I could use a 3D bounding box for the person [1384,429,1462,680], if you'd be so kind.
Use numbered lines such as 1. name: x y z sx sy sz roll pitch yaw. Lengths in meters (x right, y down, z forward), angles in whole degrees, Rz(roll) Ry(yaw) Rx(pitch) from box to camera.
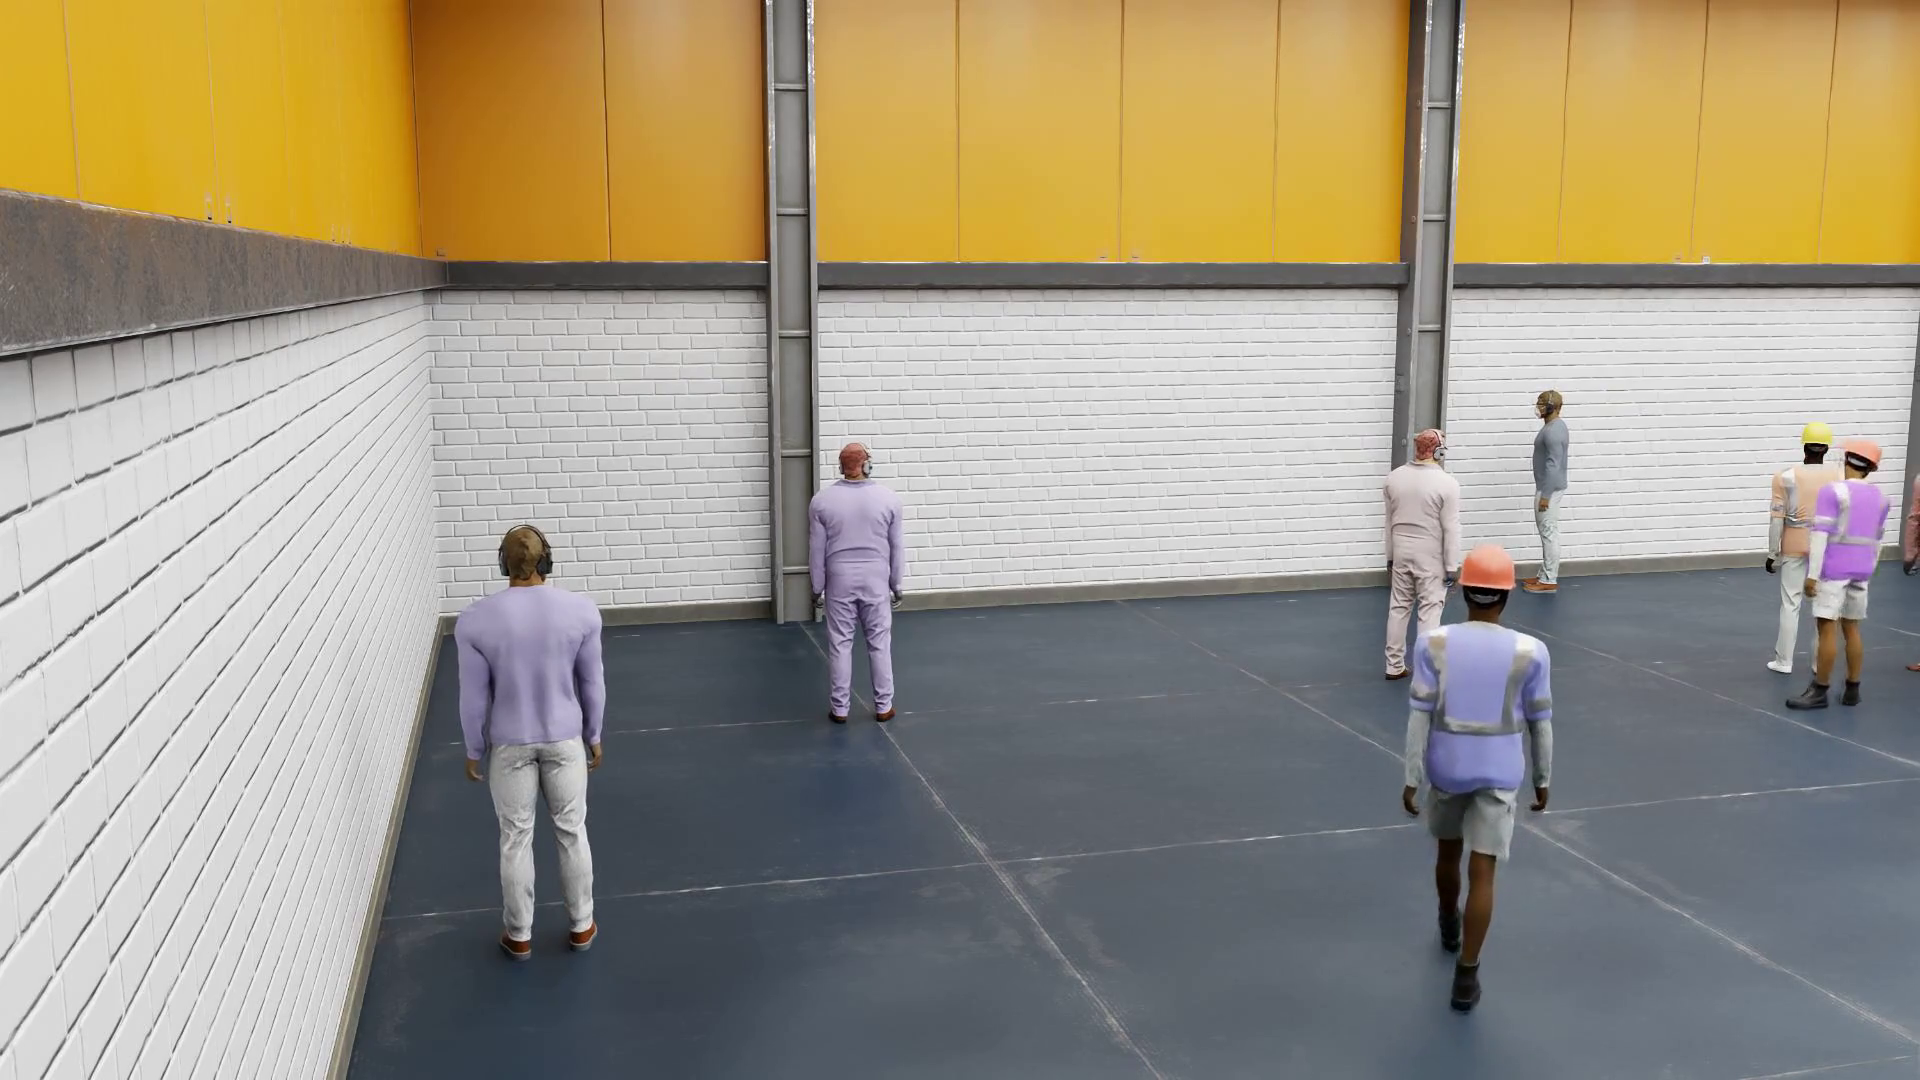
1. person: 3.418 0.132 12.251 0.400 1.903 0.649 -7 12 -38

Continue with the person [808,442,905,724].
1. person: -0.696 0.291 11.236 0.644 1.904 0.399 -1 9 -4

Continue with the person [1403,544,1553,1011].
1. person: 2.222 0.954 7.099 0.576 1.891 0.949 4 10 22

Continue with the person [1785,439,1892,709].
1. person: 6.112 0.244 11.634 0.742 1.890 0.362 -3 9 -15

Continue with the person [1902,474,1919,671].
1. person: 7.318 0.142 12.298 0.652 1.872 0.714 -5 10 -28

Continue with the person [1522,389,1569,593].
1. person: 5.584 -0.462 15.822 0.366 1.939 0.635 3 10 19

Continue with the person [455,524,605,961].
1. person: -1.884 0.895 7.363 0.628 1.937 0.378 -3 9 -17

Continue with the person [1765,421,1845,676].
1. person: 6.391 0.070 12.541 0.588 1.927 0.371 2 9 11
